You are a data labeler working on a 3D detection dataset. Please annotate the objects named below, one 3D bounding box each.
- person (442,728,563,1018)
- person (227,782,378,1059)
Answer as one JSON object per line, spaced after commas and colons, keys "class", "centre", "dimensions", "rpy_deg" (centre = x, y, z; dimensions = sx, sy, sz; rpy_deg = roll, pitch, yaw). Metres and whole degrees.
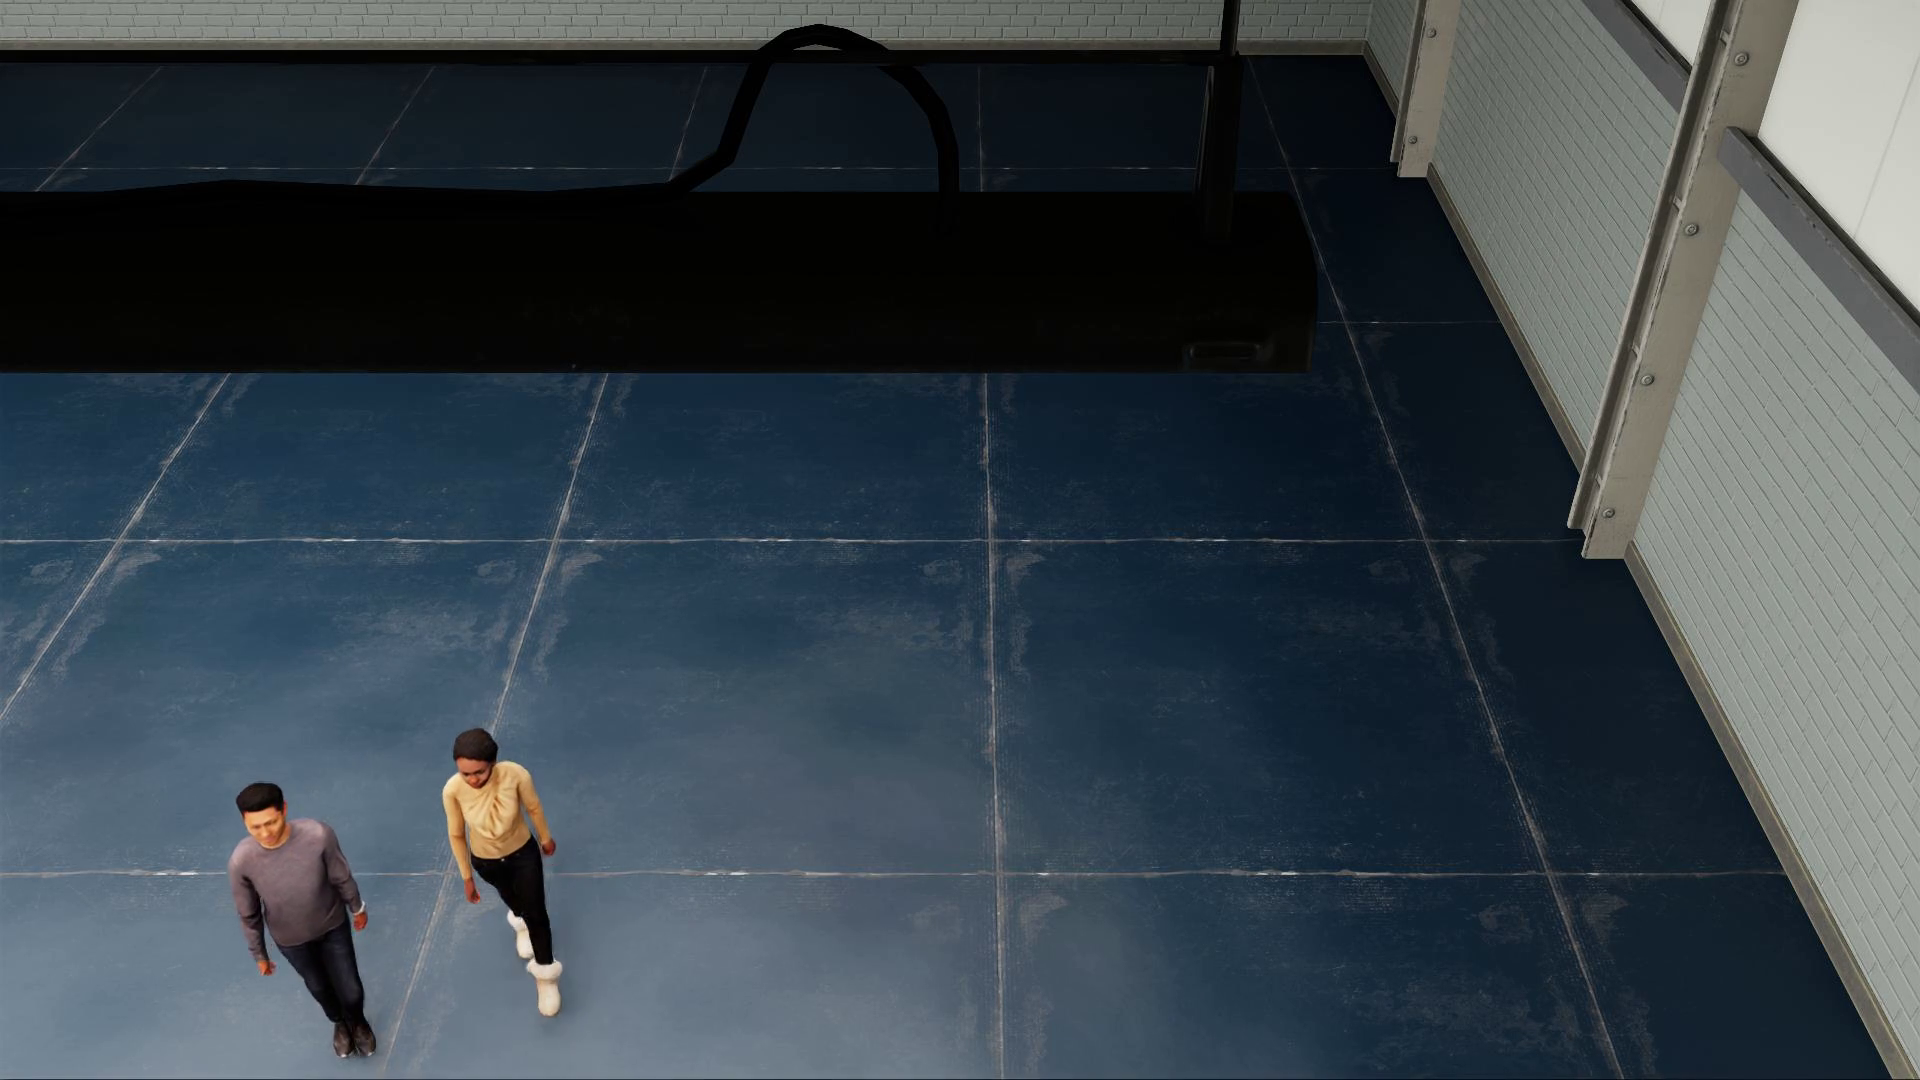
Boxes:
{"class": "person", "centre": [-2.237, 1.469, 8.164], "dimensions": [0.715, 1.634, 0.994], "rpy_deg": [-8, 38, -10]}
{"class": "person", "centre": [-3.021, 1.724, 7.727], "dimensions": [0.760, 1.756, 0.739], "rpy_deg": [-9, 38, -12]}
